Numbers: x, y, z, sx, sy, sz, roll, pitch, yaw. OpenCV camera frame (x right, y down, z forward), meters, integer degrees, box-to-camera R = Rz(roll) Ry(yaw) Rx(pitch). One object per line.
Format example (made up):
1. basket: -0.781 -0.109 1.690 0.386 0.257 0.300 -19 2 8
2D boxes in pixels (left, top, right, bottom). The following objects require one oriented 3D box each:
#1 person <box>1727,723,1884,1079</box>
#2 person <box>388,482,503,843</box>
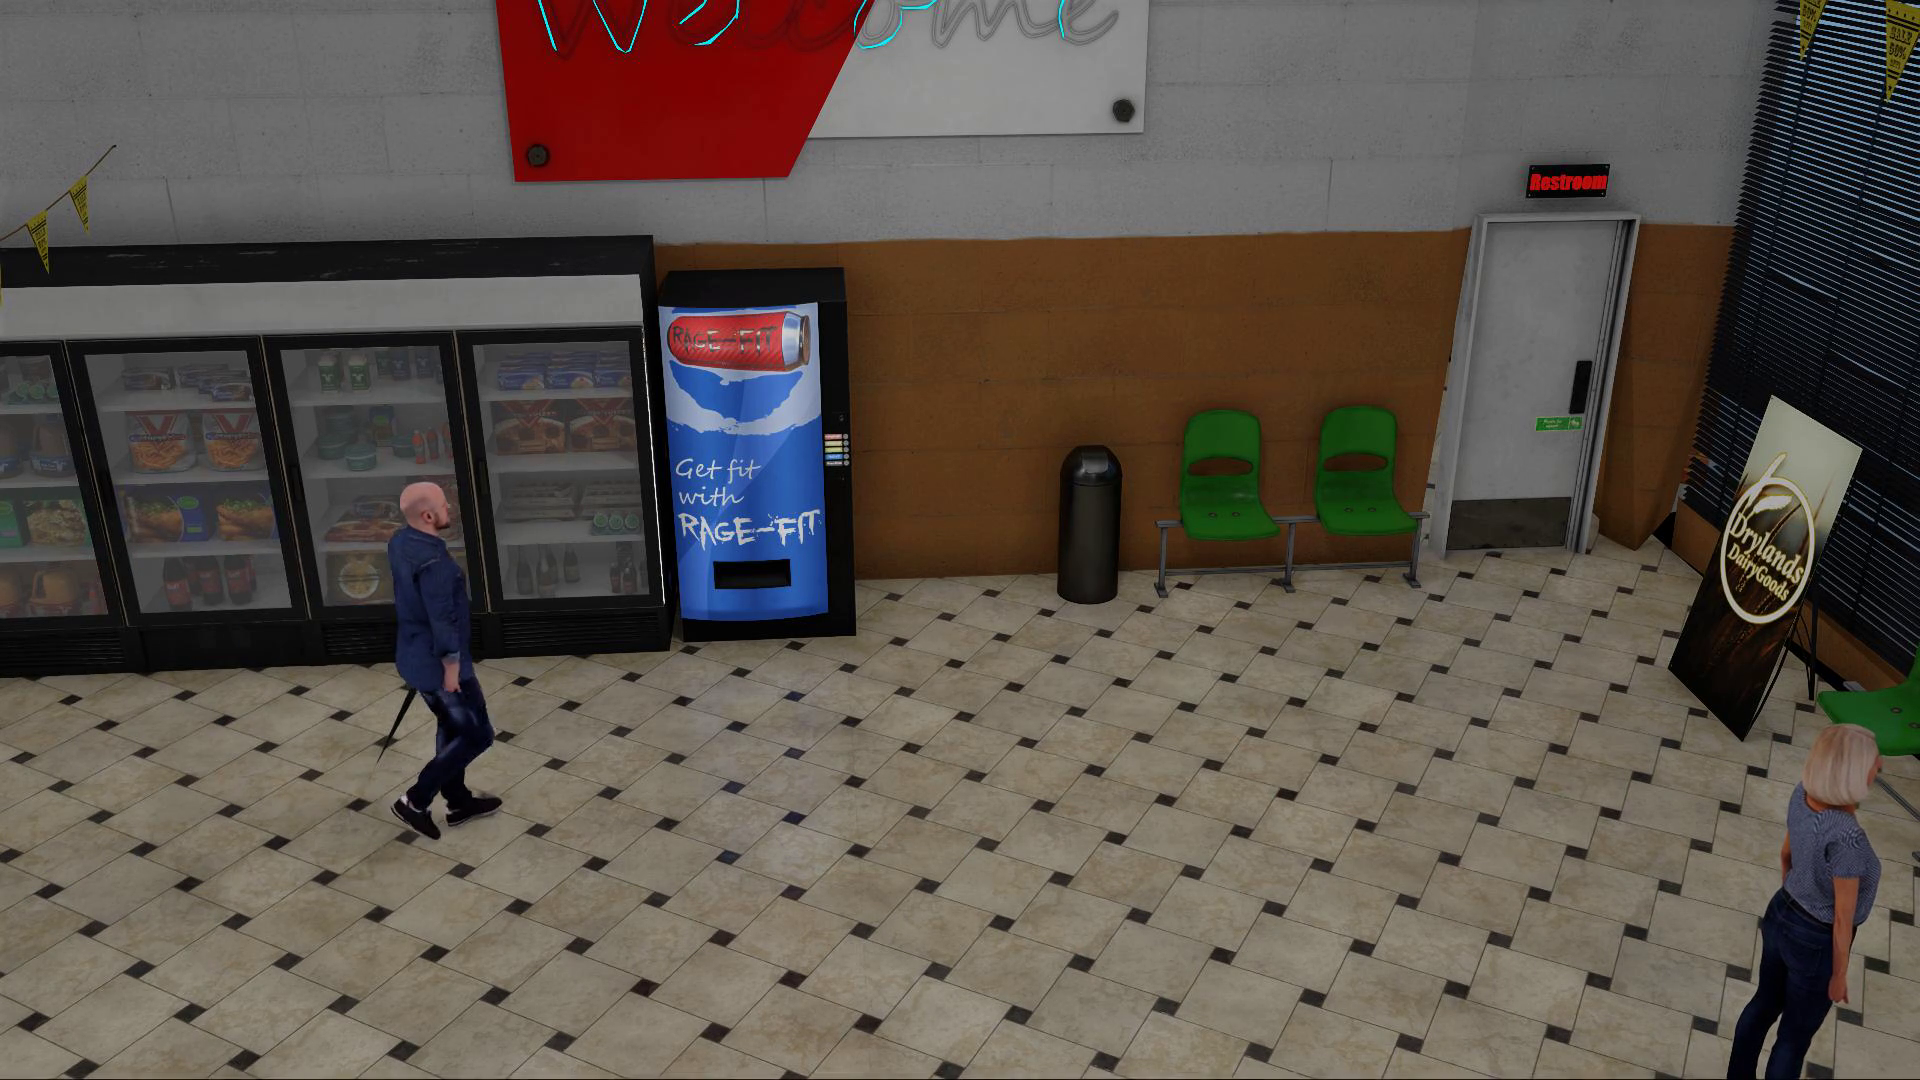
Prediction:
1. person: 3.061 1.427 6.020 0.645 1.722 0.459 0 24 -1
2. person: -2.503 0.606 7.785 1.005 1.812 0.952 -19 30 -36
